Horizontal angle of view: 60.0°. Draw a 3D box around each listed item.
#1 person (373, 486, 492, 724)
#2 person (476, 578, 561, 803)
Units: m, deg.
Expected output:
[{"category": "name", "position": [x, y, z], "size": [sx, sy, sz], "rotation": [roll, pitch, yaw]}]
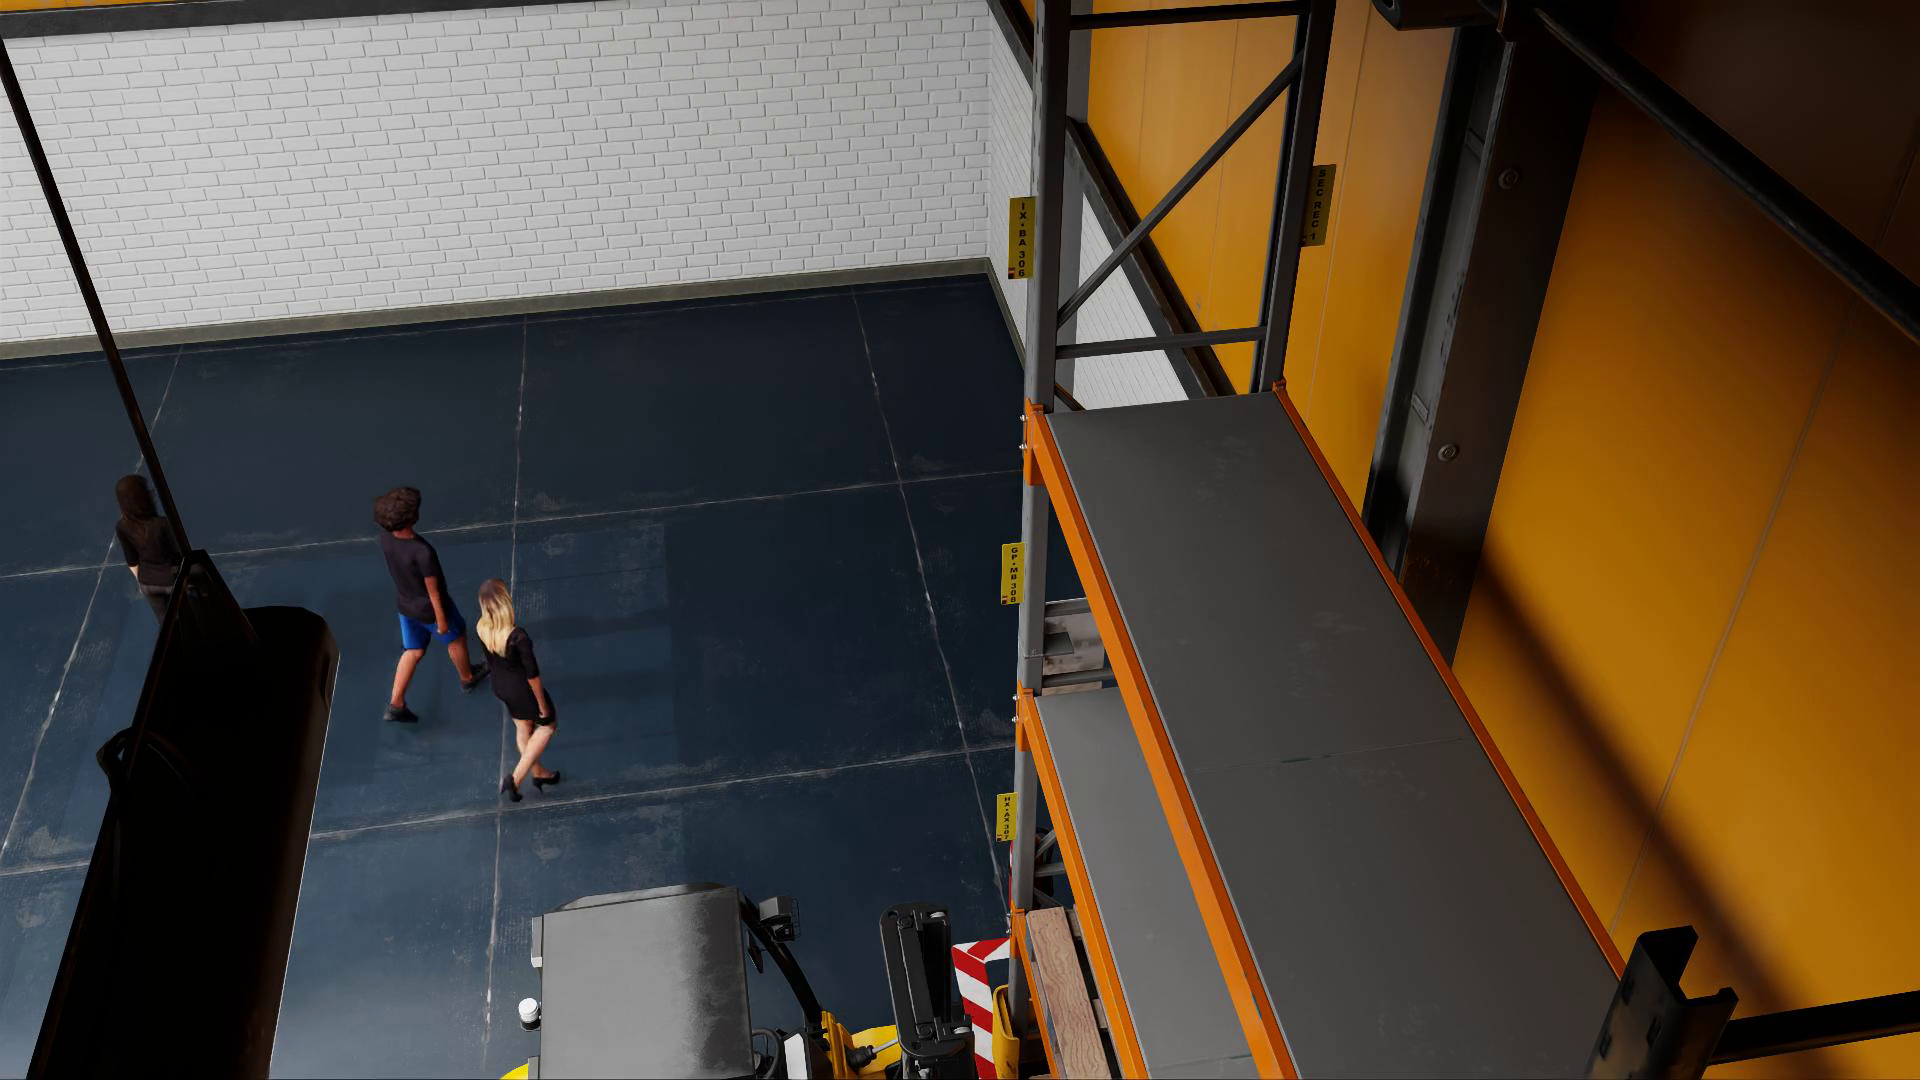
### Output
[{"category": "person", "position": [-3.505, 0.449, 10.656], "size": [1.063, 1.773, 1.165], "rotation": [21, 43, 24]}, {"category": "person", "position": [-2.732, 0.980, 10.083], "size": [0.792, 1.658, 0.856], "rotation": [22, 43, 25]}]
